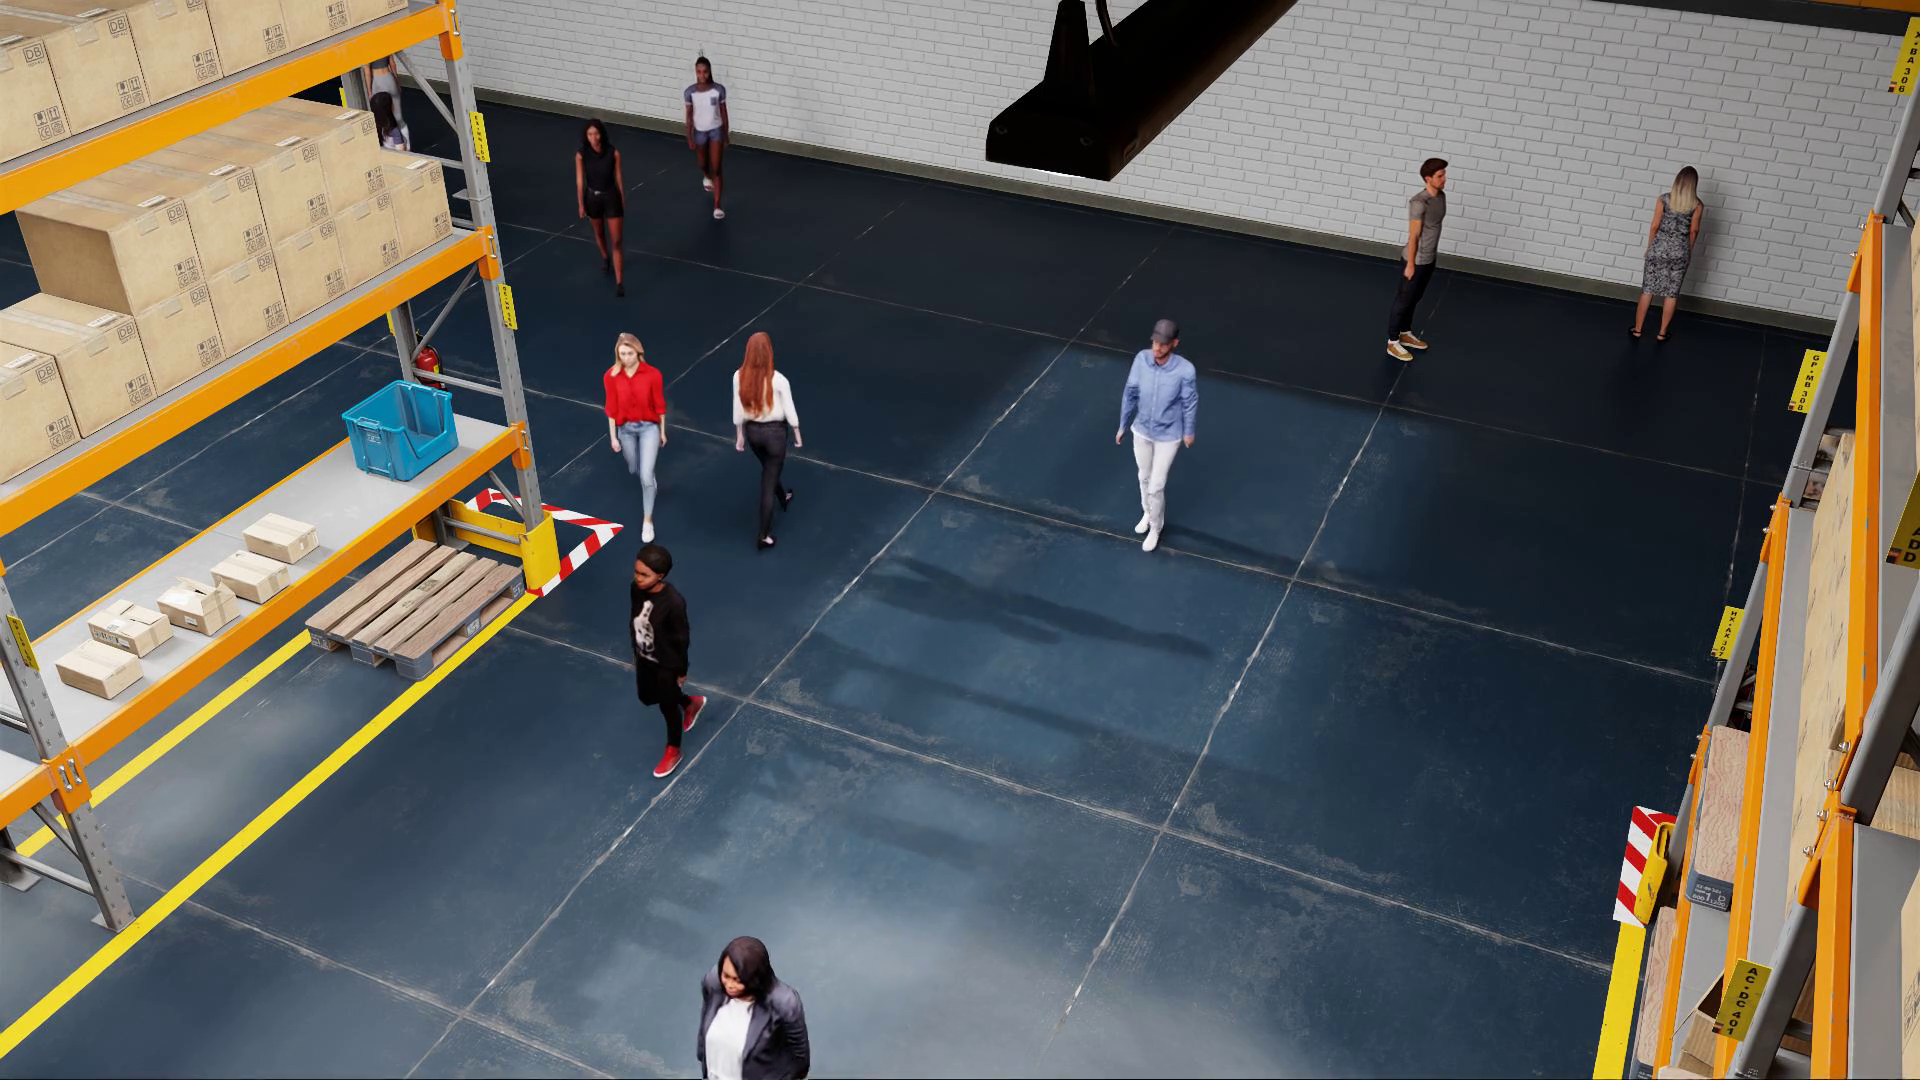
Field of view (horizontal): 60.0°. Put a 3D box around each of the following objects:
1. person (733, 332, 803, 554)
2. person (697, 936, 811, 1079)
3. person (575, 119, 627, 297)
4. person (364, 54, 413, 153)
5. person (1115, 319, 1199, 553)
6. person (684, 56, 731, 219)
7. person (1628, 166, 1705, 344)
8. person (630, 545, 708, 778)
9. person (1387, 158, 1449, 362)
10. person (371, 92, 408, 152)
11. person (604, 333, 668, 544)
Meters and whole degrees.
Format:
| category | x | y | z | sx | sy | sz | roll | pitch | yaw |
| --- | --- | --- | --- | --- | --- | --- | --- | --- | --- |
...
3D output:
| category | x | y | z | sx | sy | sz | roll | pitch | yaw |
| --- | --- | --- | --- | --- | --- | --- | --- | --- | --- |
| person | -1.497 | -0.684 | 12.502 | 0.707 | 1.723 | 1.054 | 11 | 35 | 16 |
| person | -0.955 | 2.453 | 7.932 | 0.676 | 1.557 | 1.018 | 15 | 37 | 22 |
| person | -3.554 | -3.344 | 16.538 | 1.107 | 1.685 | 1.278 | -6 | 34 | -9 |
| person | -6.703 | -5.249 | 19.386 | 0.561 | 1.705 | 0.683 | -28 | 43 | -35 |
| person | 1.533 | -0.876 | 12.660 | 0.726 | 1.867 | 0.788 | 20 | 39 | 28 |
| person | -2.739 | -4.440 | 18.177 | 0.990 | 1.696 | 1.180 | -4 | 34 | -6 |
| person | 6.591 | -2.654 | 15.482 | 0.560 | 1.705 | 0.481 | 15 | 36 | 21 |
| person | -1.835 | 0.704 | 10.471 | 0.668 | 1.661 | 0.843 | 20 | 38 | 27 |
| person | 4.199 | -2.595 | 15.221 | 0.757 | 1.896 | 0.597 | 26 | 42 | 34 |
| person | -5.834 | -3.805 | 17.213 | 0.627 | 1.706 | 0.571 | 21 | 39 | 28 |
| person | -2.463 | -0.862 | 12.811 | 0.944 | 1.679 | 1.135 | -2 | 34 | -4 |
